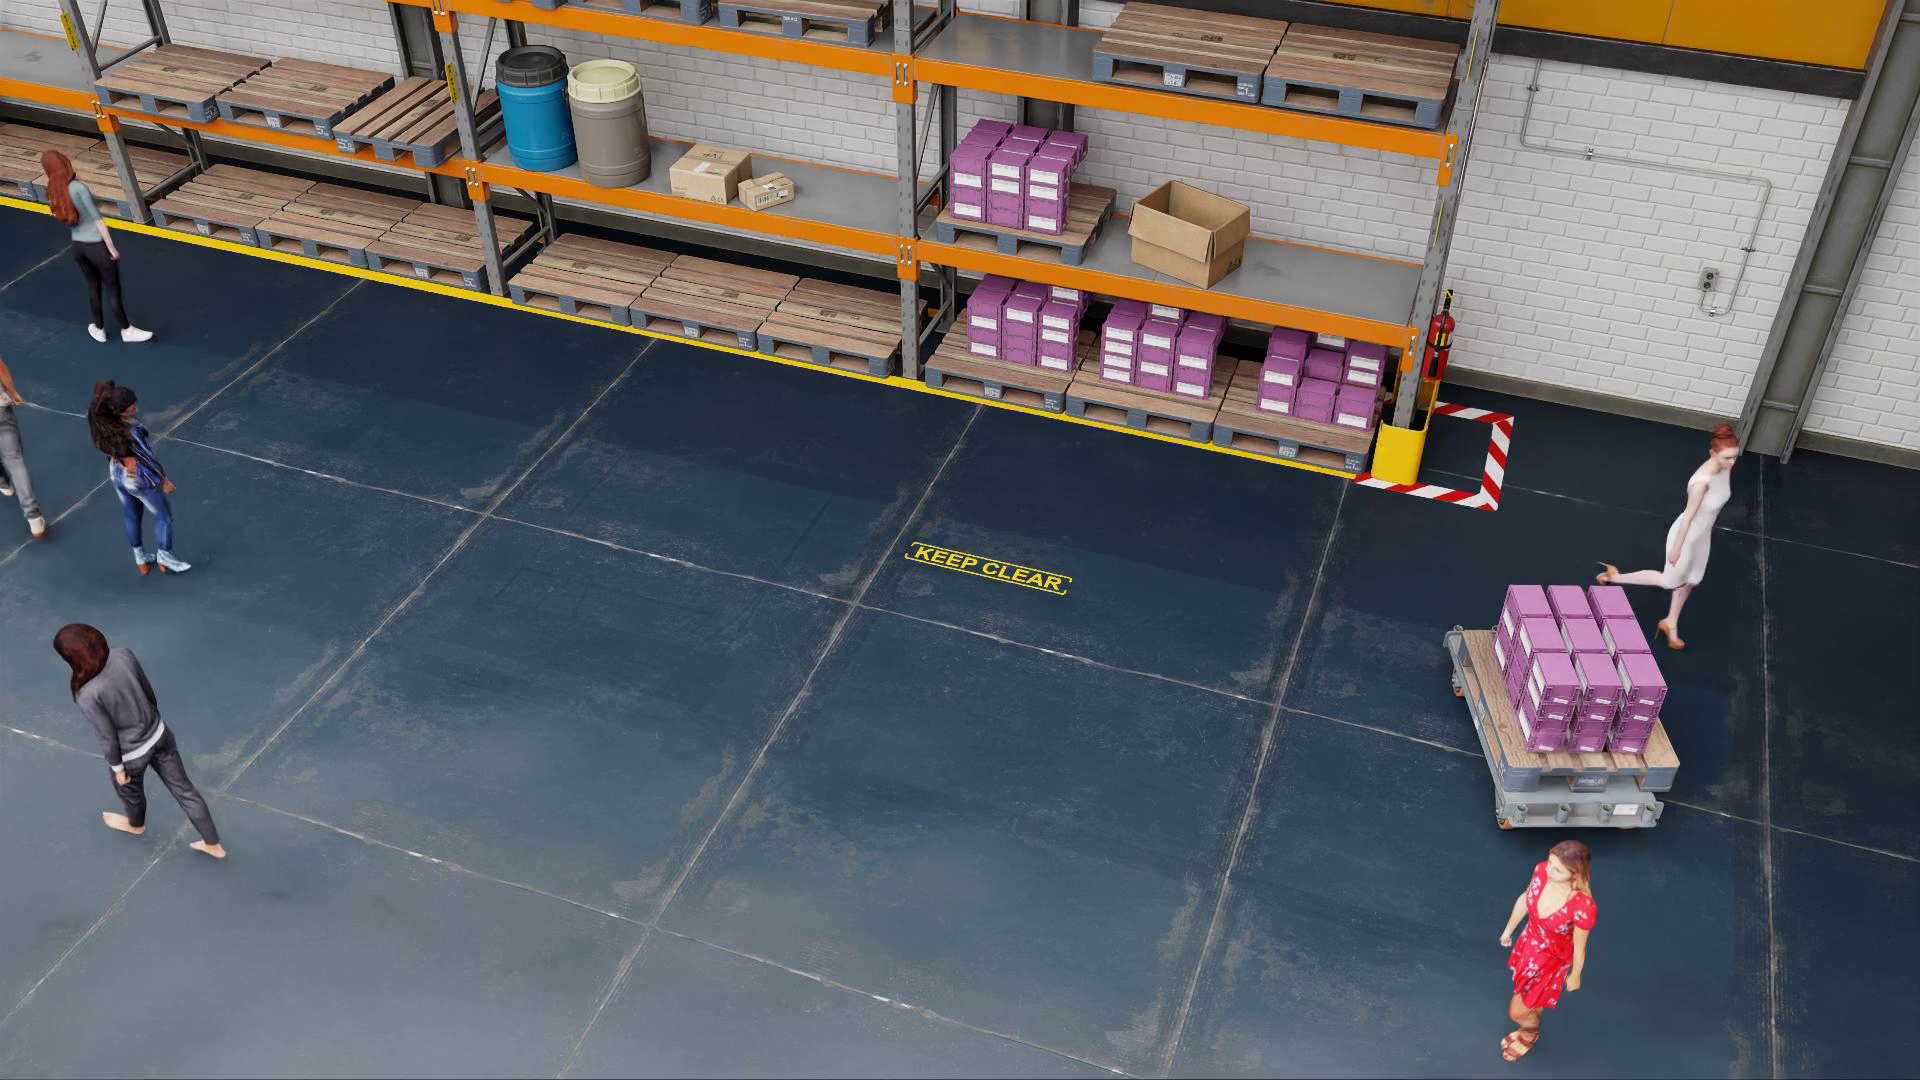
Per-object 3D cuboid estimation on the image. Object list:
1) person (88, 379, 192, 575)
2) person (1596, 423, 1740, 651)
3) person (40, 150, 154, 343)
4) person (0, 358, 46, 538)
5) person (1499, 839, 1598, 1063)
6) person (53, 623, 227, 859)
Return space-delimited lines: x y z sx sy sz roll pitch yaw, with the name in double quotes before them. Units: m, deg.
"person" -5.694 -0.413 11.477 0.591 1.610 0.780 12 40 15
"person" 4.668 -0.040 10.874 1.028 1.780 0.838 31 48 33
"person" -7.212 -2.412 13.896 0.516 1.715 0.786 27 46 30
"person" -6.908 -0.843 11.826 1.100 1.846 1.300 -26 45 -28
"person" 3.029 2.061 8.403 0.781 1.581 0.725 -13 41 -16
"person" -4.563 1.180 9.396 1.046 1.718 0.666 12 40 14
